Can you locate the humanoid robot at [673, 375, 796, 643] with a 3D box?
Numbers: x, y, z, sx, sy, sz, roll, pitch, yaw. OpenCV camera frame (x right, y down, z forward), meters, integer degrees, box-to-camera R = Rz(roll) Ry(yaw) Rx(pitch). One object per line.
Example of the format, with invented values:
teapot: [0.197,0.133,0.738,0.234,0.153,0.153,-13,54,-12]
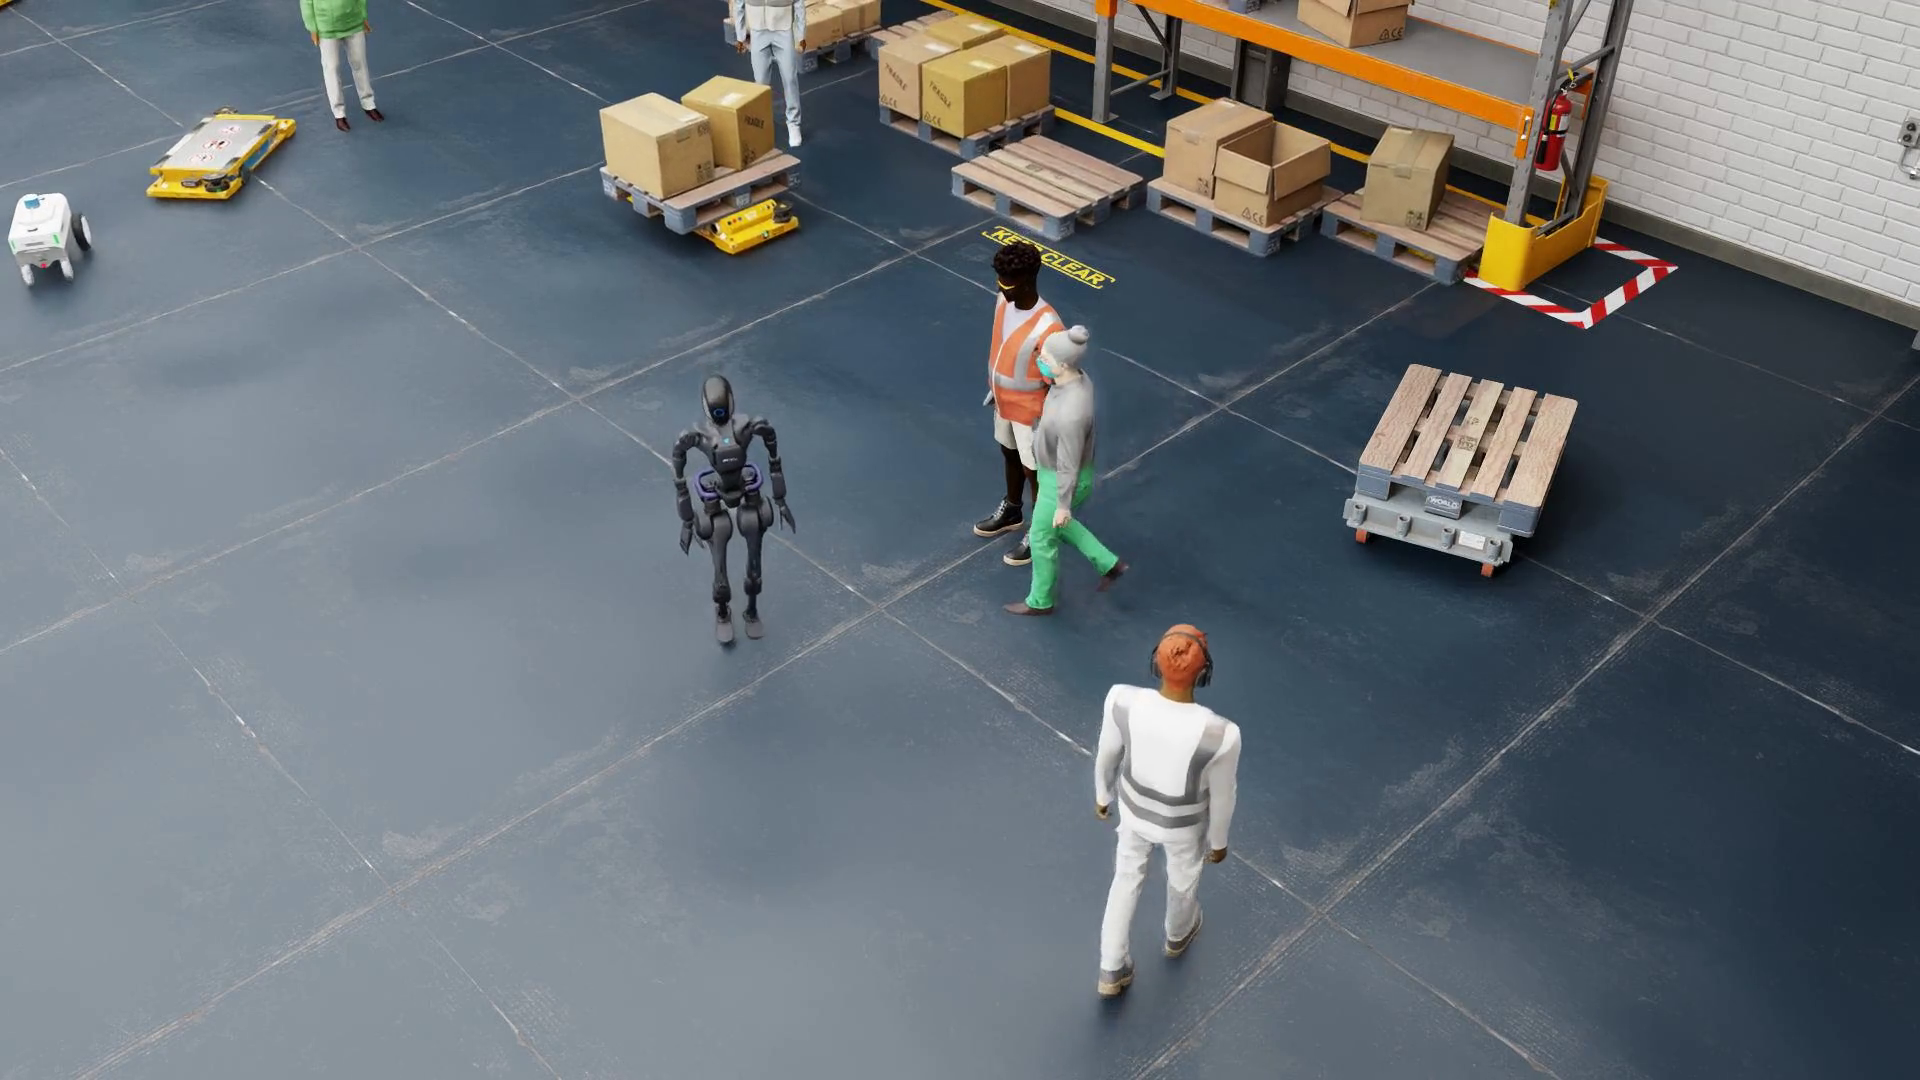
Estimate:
humanoid robot: [-1.153,-0.156,8.573,0.612,1.640,0.338,-11,38,-14]

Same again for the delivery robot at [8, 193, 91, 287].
delivery robot: [-6.778,-2.267,12.300,0.499,0.598,0.801,-11,39,-15]

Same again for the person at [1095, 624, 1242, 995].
person: [0.823,1.107,6.746,0.587,1.873,0.697,17,40,21]

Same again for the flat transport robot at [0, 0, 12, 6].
flat transport robot: [-10.320,-5.658,17.024,1.431,0.231,0.659,12,39,15]

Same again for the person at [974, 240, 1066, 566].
person: [0.333,-0.752,9.129,0.376,1.958,0.601,-18,41,-23]

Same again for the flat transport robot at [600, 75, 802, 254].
flat transport robot: [-1.987,-2.645,13.035,1.431,0.231,0.659,31,47,34]

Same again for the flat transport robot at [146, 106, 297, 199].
flat transport robot: [-6.107,-3.212,13.785,0.659,0.231,1.431,3,37,4]

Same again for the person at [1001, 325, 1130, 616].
person: [0.571,-0.343,8.695,0.611,1.824,0.523,3,37,5]

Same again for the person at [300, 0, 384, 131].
person: [-5.269,-4.383,14.080,0.550,1.782,0.384,-26,44,-30]

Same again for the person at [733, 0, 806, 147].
person: [-1.563,-4.208,13.749,0.595,1.909,0.410,1,37,1]
